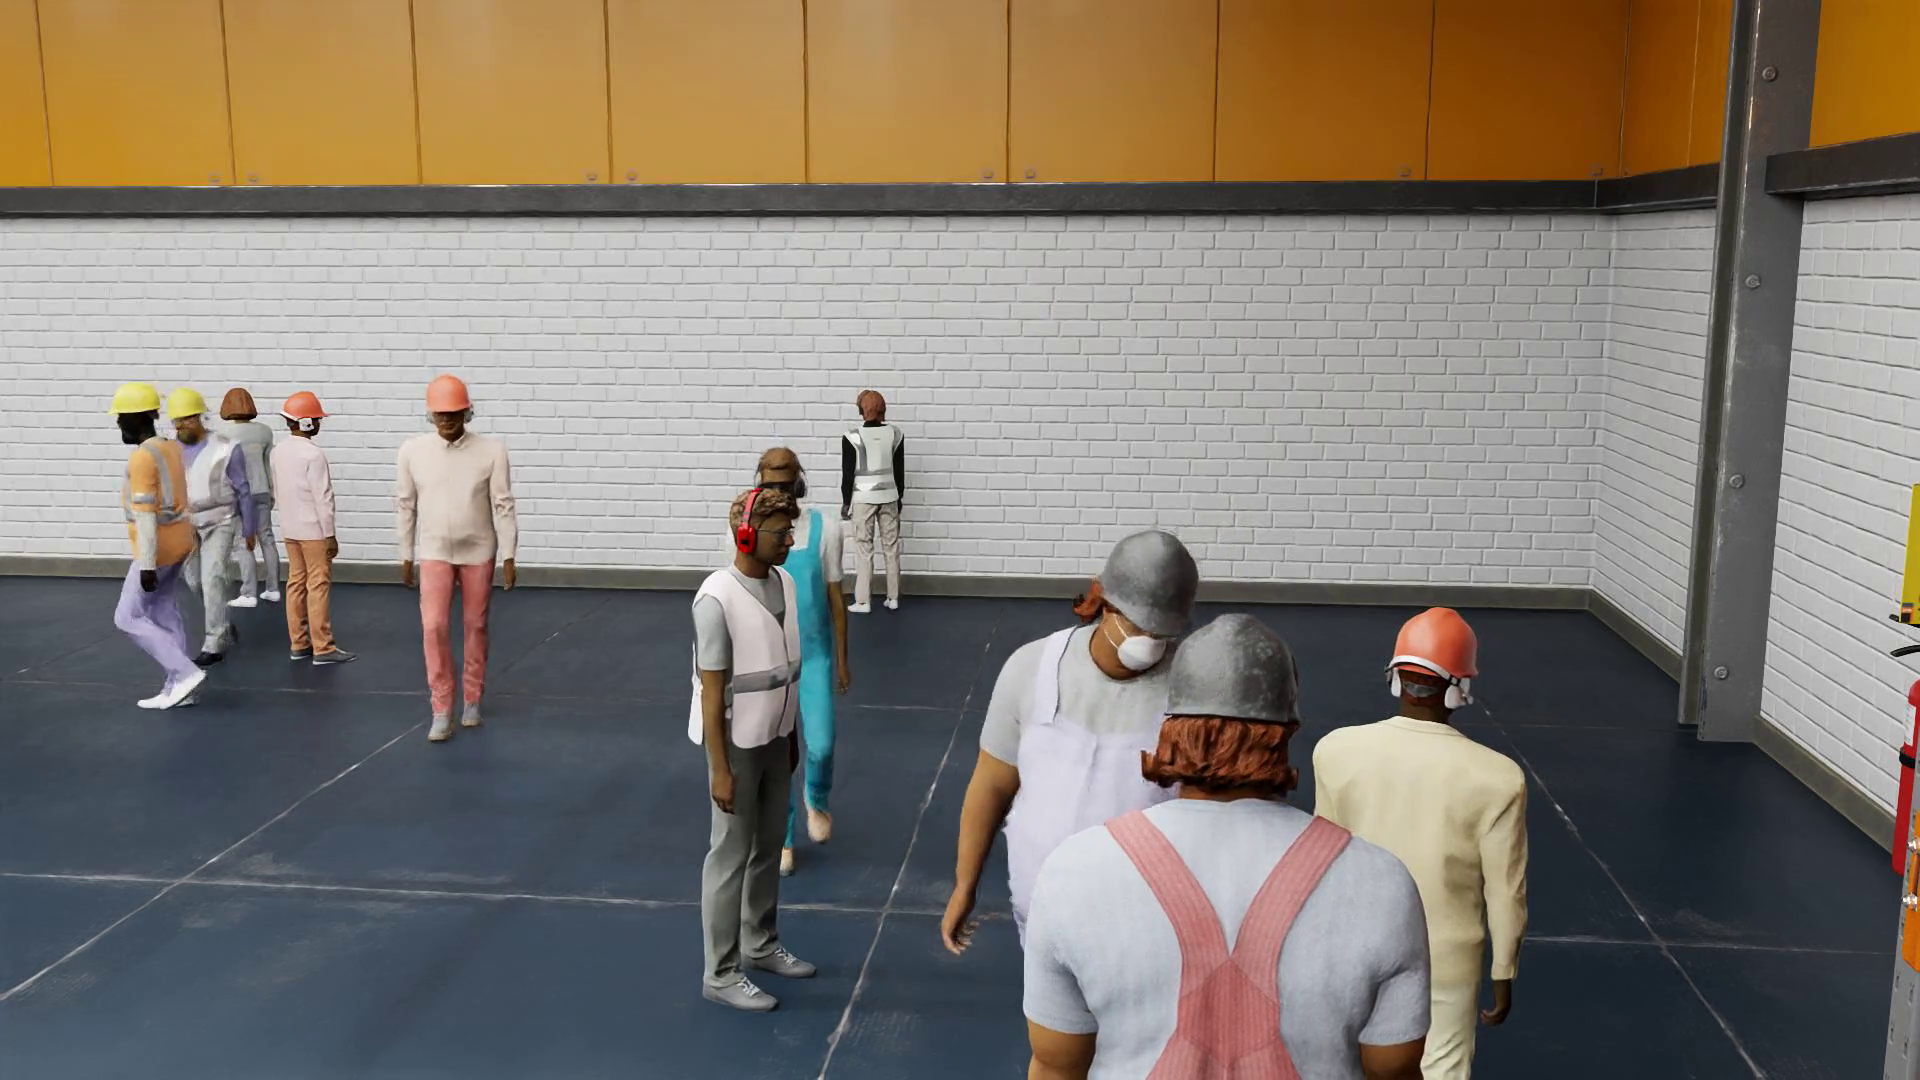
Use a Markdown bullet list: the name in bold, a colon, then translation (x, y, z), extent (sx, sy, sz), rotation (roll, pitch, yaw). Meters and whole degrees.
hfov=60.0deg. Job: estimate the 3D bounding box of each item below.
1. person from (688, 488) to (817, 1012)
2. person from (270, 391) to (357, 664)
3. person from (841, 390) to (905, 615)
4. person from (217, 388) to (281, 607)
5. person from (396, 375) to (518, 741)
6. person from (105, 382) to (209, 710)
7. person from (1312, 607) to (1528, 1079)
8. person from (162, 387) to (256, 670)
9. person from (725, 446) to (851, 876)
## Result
- **person**: translation (-0.751, 0.725, 5.866), extent (0.383, 1.836, 0.567), rotation (4, 11, 24)
- **person**: translation (-4.171, -0.079, 10.685), extent (0.561, 1.752, 0.324), rotation (8, 12, 37)
- **person**: translation (-0.629, -0.272, 12.121), extent (0.511, 1.640, 0.308), rotation (-6, 11, -30)
- **person**: translation (-5.311, -0.317, 12.392), extent (0.264, 1.632, 0.507), rotation (5, 11, 26)
- **person**: translation (-2.729, 0.100, 9.033), extent (0.642, 1.964, 0.797), rotation (-2, 10, -13)
- **person**: translation (-4.607, 0.053, 9.482), extent (0.420, 1.908, 0.605), rotation (-2, 10, -9)
- **person**: translation (1.186, 1.035, 4.334), extent (0.566, 1.743, 0.345), rotation (6, 11, 29)
- **person**: translation (-4.855, -0.111, 10.756), extent (0.595, 1.801, 0.805), rotation (0, 10, 1)
- **person**: translation (-0.738, 0.505, 7.118), extent (0.524, 1.832, 0.425), rotation (0, 10, -3)
